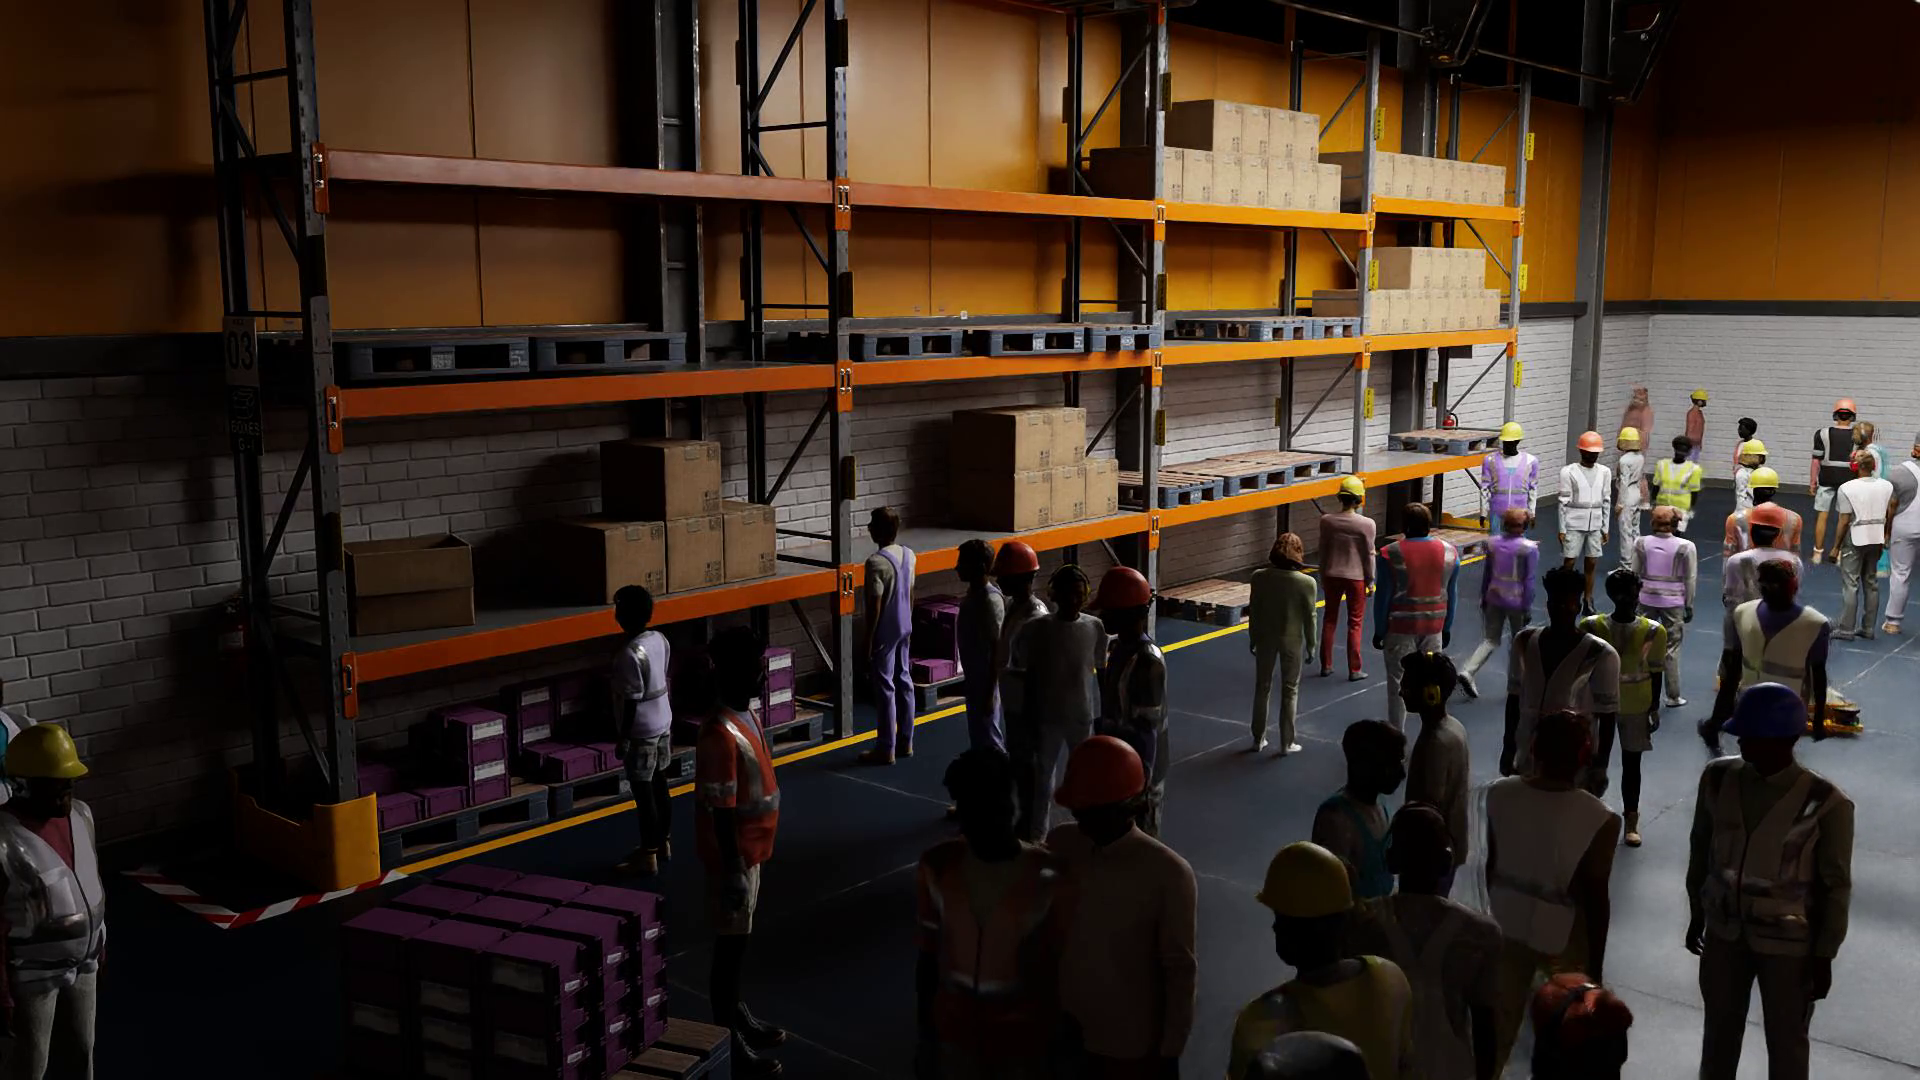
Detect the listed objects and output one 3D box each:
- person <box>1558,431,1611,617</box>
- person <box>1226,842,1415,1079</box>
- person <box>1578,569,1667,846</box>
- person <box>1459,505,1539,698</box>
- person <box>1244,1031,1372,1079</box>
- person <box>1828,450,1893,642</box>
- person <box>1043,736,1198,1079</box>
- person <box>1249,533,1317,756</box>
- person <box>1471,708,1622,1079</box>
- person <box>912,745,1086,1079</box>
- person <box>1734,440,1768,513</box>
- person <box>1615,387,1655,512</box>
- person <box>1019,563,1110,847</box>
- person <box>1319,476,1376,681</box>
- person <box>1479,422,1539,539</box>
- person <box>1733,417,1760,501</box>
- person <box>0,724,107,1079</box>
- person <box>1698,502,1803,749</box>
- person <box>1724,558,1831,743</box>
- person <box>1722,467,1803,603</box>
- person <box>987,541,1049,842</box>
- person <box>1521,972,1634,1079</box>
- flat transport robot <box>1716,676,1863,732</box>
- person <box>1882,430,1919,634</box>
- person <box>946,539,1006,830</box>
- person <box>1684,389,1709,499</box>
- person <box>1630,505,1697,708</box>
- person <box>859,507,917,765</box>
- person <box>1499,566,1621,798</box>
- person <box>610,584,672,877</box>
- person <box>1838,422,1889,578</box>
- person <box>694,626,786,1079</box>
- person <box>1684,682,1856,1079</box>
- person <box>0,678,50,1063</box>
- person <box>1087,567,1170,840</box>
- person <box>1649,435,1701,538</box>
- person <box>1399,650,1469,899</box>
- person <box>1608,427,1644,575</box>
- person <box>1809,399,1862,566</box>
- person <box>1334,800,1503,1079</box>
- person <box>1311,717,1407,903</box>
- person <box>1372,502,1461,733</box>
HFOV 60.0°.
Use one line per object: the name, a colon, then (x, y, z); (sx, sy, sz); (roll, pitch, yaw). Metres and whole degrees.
person: (6.338, -0.143, 16.868); (0.546, 1.929, 0.388); (-1, 9, -6)
person: (0.910, 1.757, 4.680); (0.621, 1.897, 0.806); (-6, 11, -34)
person: (4.001, 1.013, 10.137); (0.540, 1.700, 0.316); (3, 9, 21)
person: (4.429, 0.521, 13.602); (0.703, 1.610, 0.532); (-6, 11, -34)
person: (0.671, 1.894, 3.365); (1.020, 2.000, 0.675); (8, 12, 42)
person: (8.583, 0.058, 15.854); (0.563, 1.837, 0.389); (-2, 9, -13)
person: (0.471, 1.598, 5.444); (0.608, 1.987, 0.391); (7, 11, 39)
person: (2.336, 0.754, 12.061); (0.503, 1.623, 0.299); (4, 10, 26)
person: (2.293, 1.536, 6.488); (0.987, 1.792, 0.574); (-7, 11, -39)
person: (0.154, 1.608, 5.573); (0.610, 1.933, 0.708); (4, 9, 22)
person: (8.482, -0.210, 17.892); (0.294, 1.744, 0.486); (8, 12, 42)
person: (10.126, -1.364, 24.941); (0.422, 1.875, 0.741); (0, 9, 1)
person: (0.593, 1.045, 9.433); (0.520, 1.859, 0.327); (0, 9, 2)
person: (3.341, 0.330, 14.352); (0.524, 1.762, 0.329); (7, 11, 39)
person: (5.933, -0.317, 17.999); (0.594, 1.921, 0.376); (2, 9, 13)
person: (10.166, -0.743, 21.507); (0.321, 1.689, 0.532); (0, 9, -2)
person: (-3.371, 1.572, 6.157); (0.403, 1.824, 0.590); (2, 9, 11)
person: (5.612, 0.667, 11.771); (0.557, 1.876, 1.006); (0, 9, 1)
person: (4.955, 0.979, 10.053); (0.926, 1.808, 0.572); (-6, 11, -35)
person: (6.556, 0.362, 13.654); (0.582, 1.919, 0.393); (2, 9, 12)
person: (0.346, 0.957, 9.784); (0.382, 1.930, 0.549); (-2, 9, -10)
person: (1.371, 1.904, 3.840); (0.604, 1.863, 0.599); (-4, 10, -24)
flat transport robot: (6.560, 1.249, 13.207); (0.652, 0.197, 1.431); (1, 9, 8)
person: (9.321, -0.090, 16.161); (0.689, 2.000, 0.539); (3, 9, 21)
person: (0.126, 0.902, 10.387); (0.349, 1.846, 0.506); (-2, 9, -15)
person: (11.547, -1.493, 26.122); (0.340, 1.760, 0.526); (7, 11, 39)
person: (5.665, 0.532, 13.445); (0.514, 1.636, 0.315); (7, 11, 38)
person: (-0.520, 0.677, 11.837); (0.345, 1.847, 0.504); (6, 11, 34)
person: (3.107, 1.104, 8.690); (0.361, 1.965, 0.613); (-8, 12, -42)
person: (-1.845, 1.094, 9.630); (0.319, 1.696, 0.532); (2, 9, 11)
person: (10.574, -0.474, 19.396); (0.654, 1.803, 0.570); (6, 11, 34)
person: (-0.959, 1.333, 7.222); (0.367, 1.966, 0.606); (0, 9, -1)
person: (3.042, 1.483, 6.323); (0.402, 1.944, 0.605); (-6, 11, -35)
person: (-4.147, 1.419, 7.111); (0.429, 1.832, 0.635); (4, 10, 26)
person: (0.831, 1.136, 8.296); (0.417, 2.034, 0.604); (-1, 9, -8)
person: (8.253, -0.385, 19.196); (0.551, 1.676, 0.430); (8, 12, 44)
person: (2.024, 1.391, 7.196); (0.331, 1.861, 0.509); (3, 9, 21)
person: (7.784, -0.449, 19.429); (0.493, 1.742, 0.322); (-8, 12, -44)
person: (10.603, -0.689, 20.082); (0.615, 2.028, 0.409); (4, 10, 25)
person: (1.399, 1.715, 5.174); (0.503, 1.839, 0.342); (2, 9, 13)
person: (1.467, 1.552, 6.262); (0.378, 1.831, 0.518); (6, 11, 33)
person: (3.285, 0.641, 12.081); (0.626, 1.846, 0.429); (-1, 9, -9)
